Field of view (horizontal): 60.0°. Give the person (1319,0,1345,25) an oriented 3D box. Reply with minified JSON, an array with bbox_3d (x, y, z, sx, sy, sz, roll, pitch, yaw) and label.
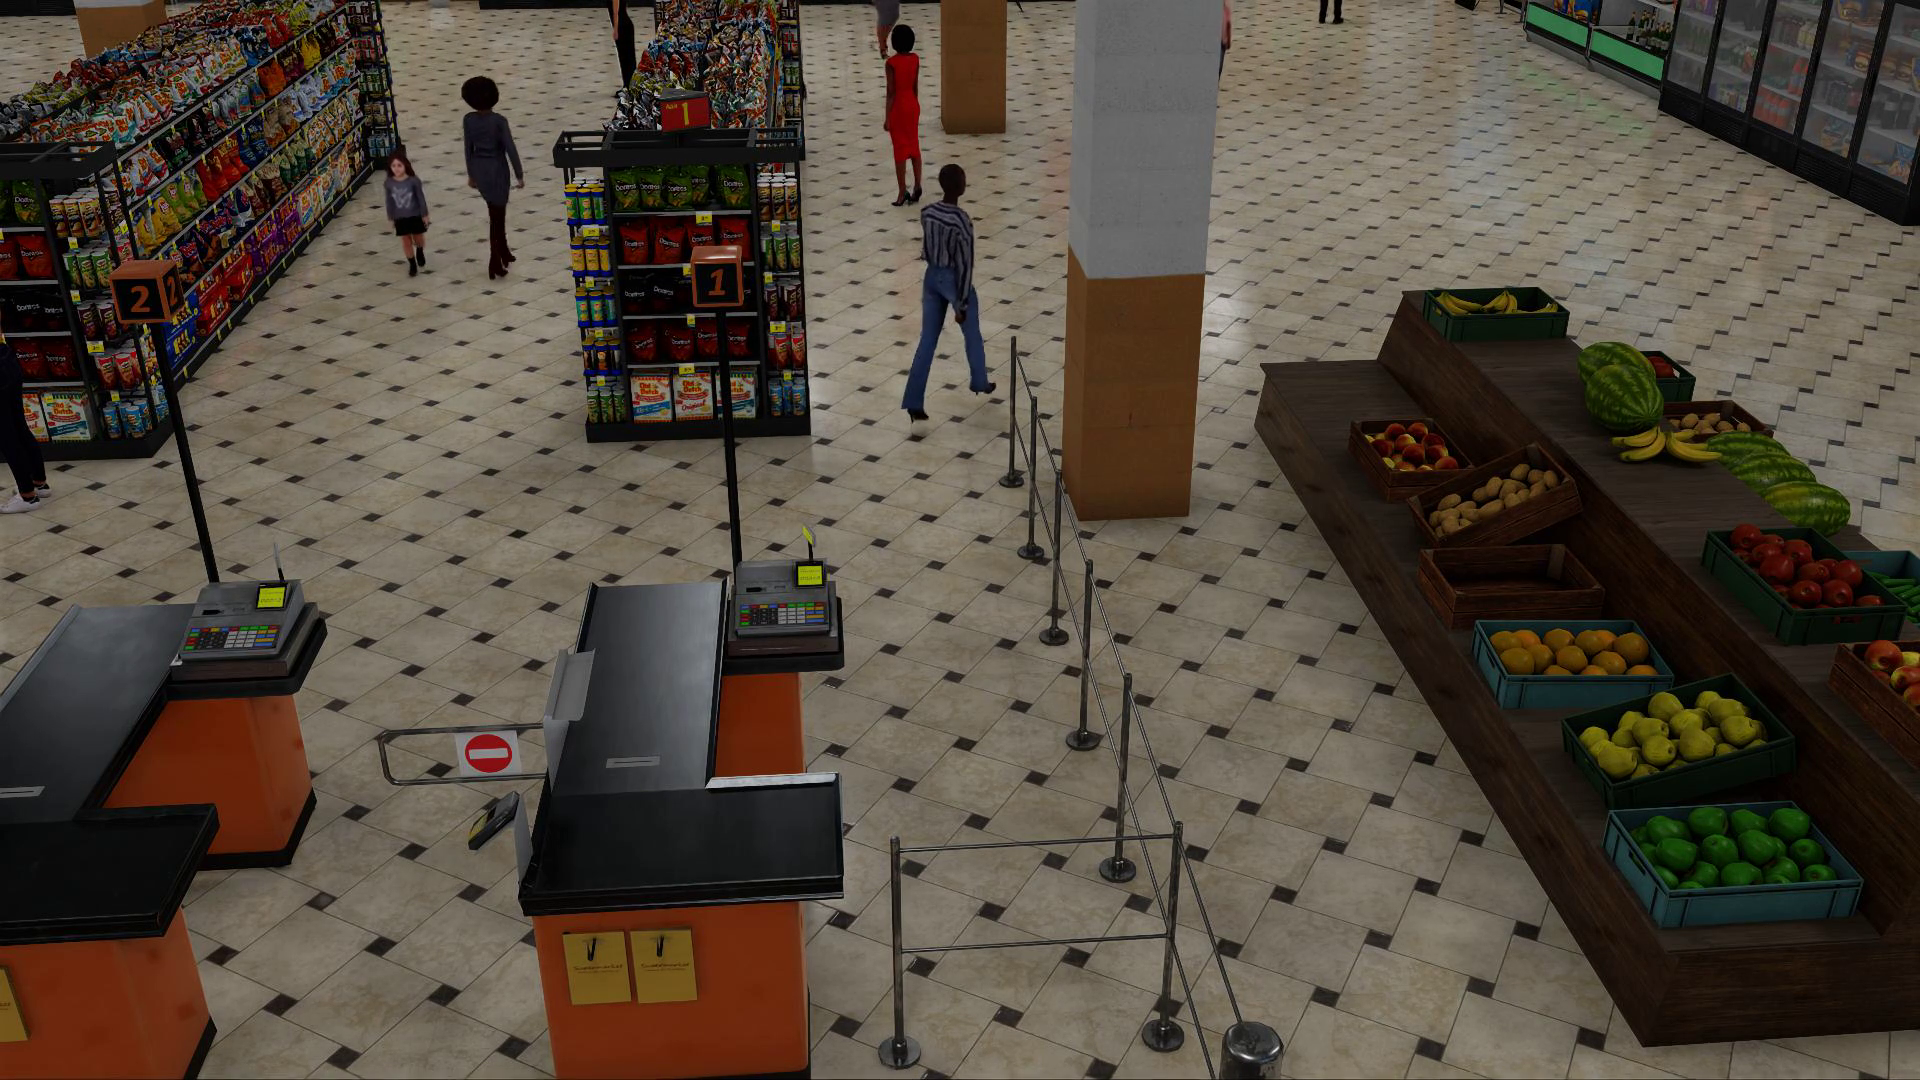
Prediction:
[{"bbox_3d":[5.751,-8.870,25.549,0.724,1.788,0.691,10,29,19],"label":"person"}]

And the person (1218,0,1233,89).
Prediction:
[{"bbox_3d":[3.287,-6.388,21.225,0.678,1.271,0.928,5,27,9],"label":"person"}]

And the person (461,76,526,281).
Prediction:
[{"bbox_3d":[-4.029,-3.052,14.180,0.743,1.694,0.861,7,28,13],"label":"person"}]

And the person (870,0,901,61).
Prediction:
[{"bbox_3d":[-1.085,-7.559,22.987,0.726,1.768,0.785,-14,30,-25],"label":"person"}]

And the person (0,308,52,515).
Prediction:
[{"bbox_3d":[-5.864,-0.960,10.128,0.622,1.629,0.447,-2,27,-4],"label":"person"}]

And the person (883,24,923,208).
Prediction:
[{"bbox_3d":[-0.551,-4.154,16.299,0.655,1.743,0.695,-24,35,-38],"label":"person"}]

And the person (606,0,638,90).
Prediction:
[{"bbox_3d":[-4.229,-6.413,20.912,0.675,1.601,0.516,3,27,5],"label":"person"}]

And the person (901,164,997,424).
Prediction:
[{"bbox_3d":[-0.149,-1.618,11.303,1.133,1.738,1.234,20,33,34],"label":"person"}]

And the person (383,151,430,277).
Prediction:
[{"bbox_3d":[-4.799,-2.857,14.455,0.532,1.097,0.593,-4,27,-8],"label":"person"}]
